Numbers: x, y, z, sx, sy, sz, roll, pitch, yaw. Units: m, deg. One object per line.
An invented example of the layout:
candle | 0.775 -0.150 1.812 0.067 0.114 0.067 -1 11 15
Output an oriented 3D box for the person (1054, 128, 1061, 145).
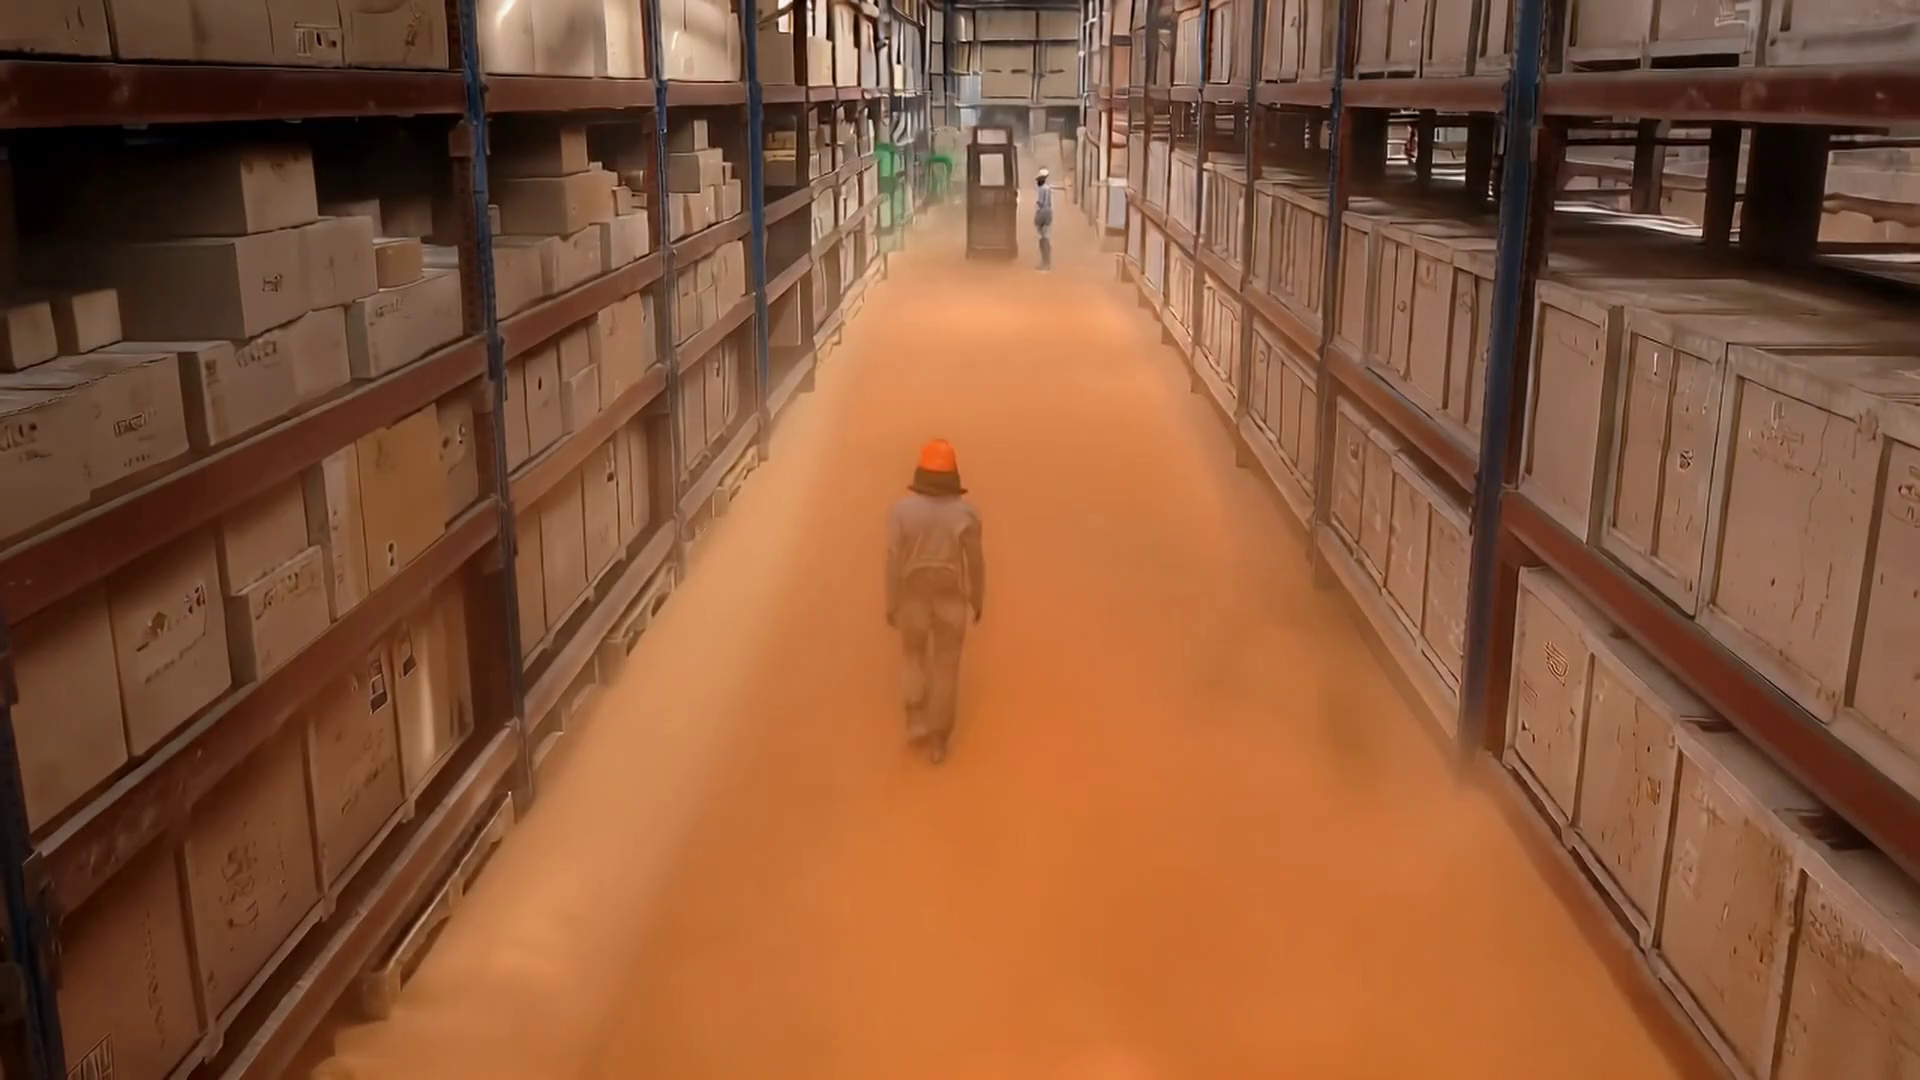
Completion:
person | 5.175 -21.273 89.319 0.422 1.622 0.544 -12 19 -37

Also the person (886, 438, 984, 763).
person | -0.129 0.308 8.822 0.515 1.725 0.516 1 15 2

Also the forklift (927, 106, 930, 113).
forklift | -2.001 -20.667 84.687 1.129 2.768 1.873 0 15 2

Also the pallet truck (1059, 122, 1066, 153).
pallet truck | 5.788 -21.111 88.014 1.885 1.965 0.823 5 16 18

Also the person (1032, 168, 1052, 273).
person | 1.612 -6.309 32.862 0.394 2.040 0.609 4 16 16

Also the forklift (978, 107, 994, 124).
forklift | 1.279 -19.868 81.714 1.873 2.768 1.129 -11 18 -34

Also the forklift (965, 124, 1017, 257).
forklift | 0.696 -7.620 36.143 1.129 2.768 1.873 0 15 1

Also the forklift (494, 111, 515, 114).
forklift | -18.348 -15.974 67.225 1.129 2.768 1.873 0 15 1

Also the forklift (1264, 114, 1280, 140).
forklift | 11.019 -13.927 59.611 1.129 2.768 1.873 0 15 2
